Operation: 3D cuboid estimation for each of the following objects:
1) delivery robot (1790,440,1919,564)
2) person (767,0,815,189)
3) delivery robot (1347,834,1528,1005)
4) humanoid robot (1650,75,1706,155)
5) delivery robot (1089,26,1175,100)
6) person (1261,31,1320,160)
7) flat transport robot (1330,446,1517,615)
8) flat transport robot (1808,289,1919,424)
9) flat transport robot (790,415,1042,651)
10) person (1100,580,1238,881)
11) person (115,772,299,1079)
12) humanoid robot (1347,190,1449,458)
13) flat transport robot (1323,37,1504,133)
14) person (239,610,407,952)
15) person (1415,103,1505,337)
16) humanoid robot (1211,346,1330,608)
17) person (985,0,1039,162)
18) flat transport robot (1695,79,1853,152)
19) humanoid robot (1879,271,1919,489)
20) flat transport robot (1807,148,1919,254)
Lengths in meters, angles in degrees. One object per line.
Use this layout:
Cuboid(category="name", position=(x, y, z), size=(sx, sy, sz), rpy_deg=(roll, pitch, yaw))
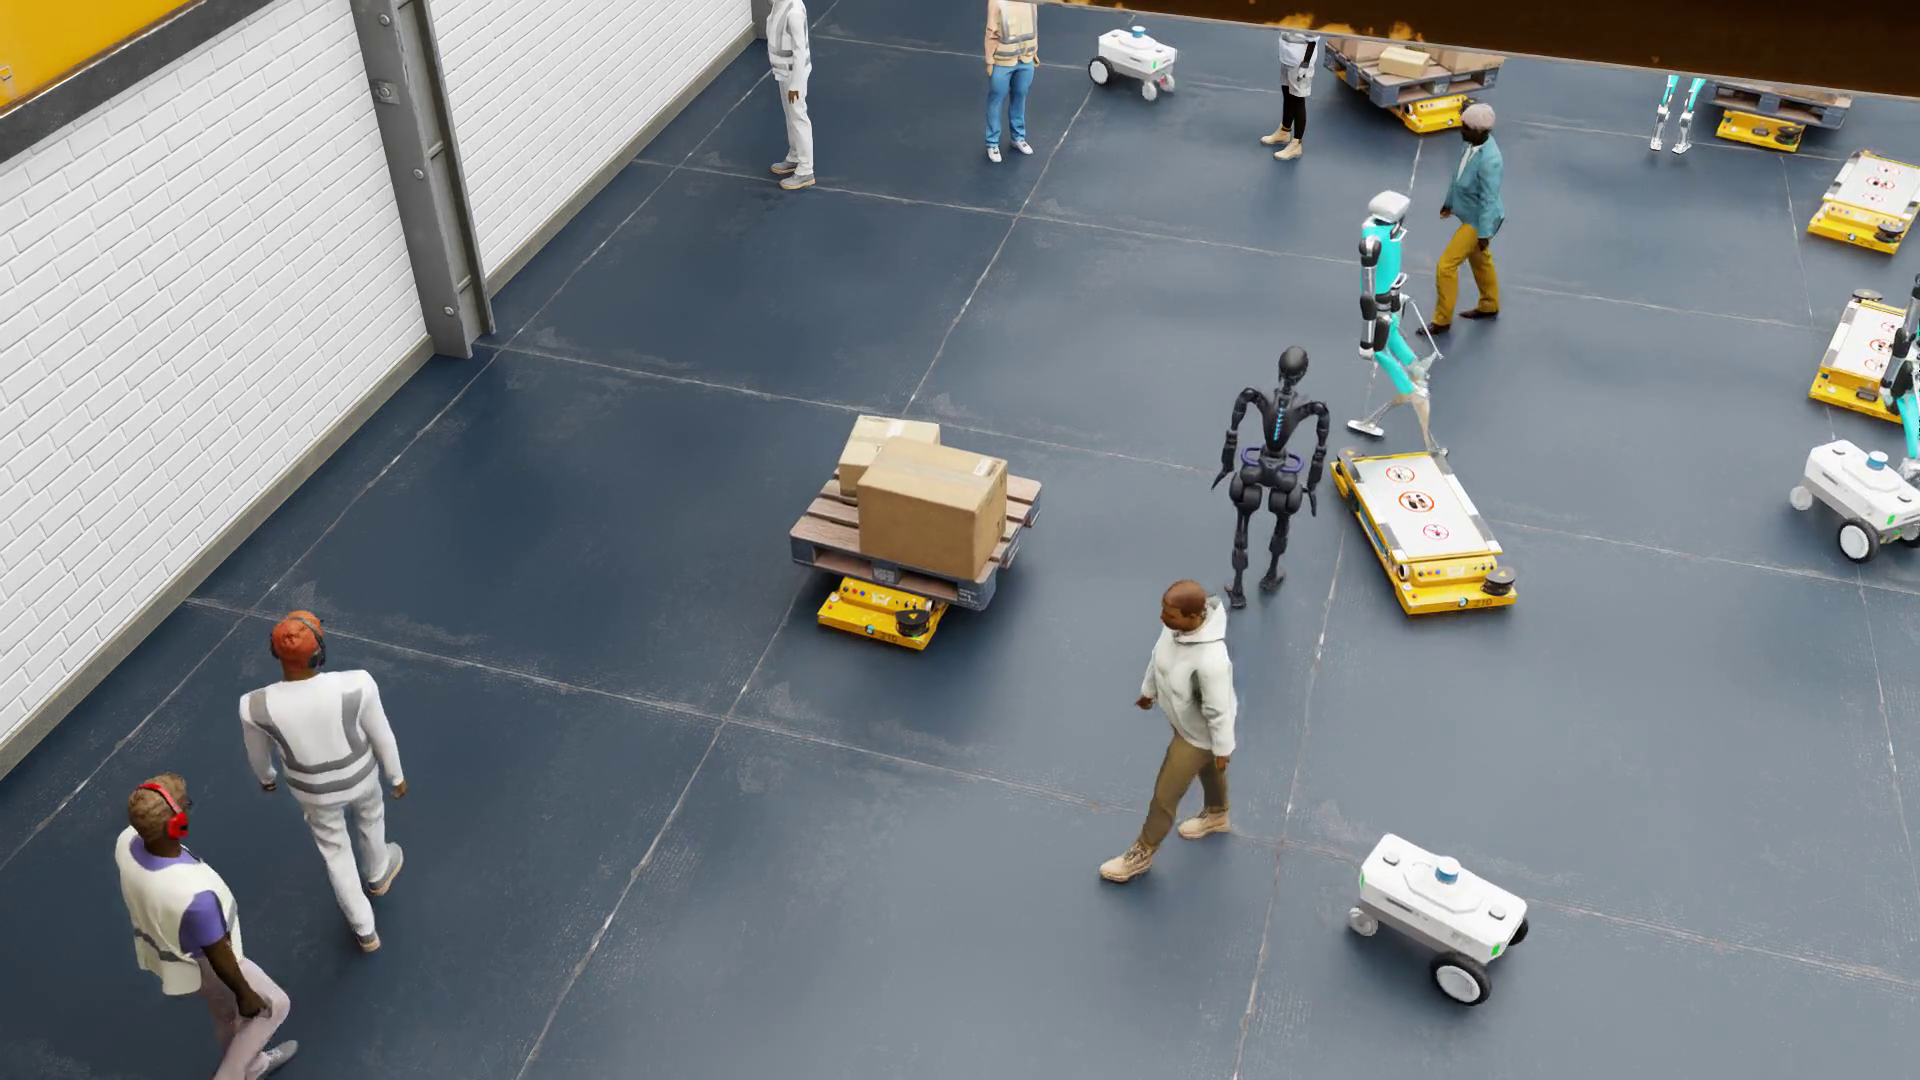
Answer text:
Cuboid(category="delivery robot", position=(5.494, -0.260, 10.097), size=(0.499, 0.592, 0.774), rpy_deg=(-14, 41, -17))
Cuboid(category="person", position=(-1.378, -3.759, 13.399), size=(0.356, 1.875, 0.572), rpy_deg=(-11, 40, -13))
Cuboid(category="delivery robot", position=(2.198, 1.688, 7.664), size=(0.756, 0.580, 0.499), rpy_deg=(25, 45, 28))
Cuboid(category="humanoid robot", position=(5.996, -3.960, 13.652), size=(0.533, 1.677, 0.735), rpy_deg=(20, 43, 23))
Cuboid(category="delivery robot", position=(1.599, -4.416, 15.267), size=(0.774, 0.592, 0.499), rpy_deg=(31, 48, 33))
Cuboid(category="person", position=(2.794, -4.020, 13.863), size=(0.315, 1.695, 0.539), rpy_deg=(-7, 39, -9))
Cuboid(category="flat transport robot", position=(2.799, -0.097, 10.125), size=(0.659, 0.231, 1.431), rpy_deg=(-5, 39, -7))
Cuboid(category="flat transport robot", position=(6.435, -1.291, 11.610), size=(0.659, 0.231, 1.431), rpy_deg=(22, 44, 25))
Cuboid(category="flat transport robot", position=(-0.254, 0.076, 9.909), size=(0.659, 0.231, 1.431), rpy_deg=(14, 41, 17))
Cuboid(category="person", position=(1.001, 0.873, 7.747), size=(0.853, 1.723, 0.552), rpy_deg=(-11, 40, -13))
Cuboid(category="person", position=(-3.041, 1.682, 6.674), size=(0.599, 1.818, 0.459), rpy_deg=(25, 45, 28))
Cuboid(category="humanoid robot", position=(2.867, -1.262, 10.450), size=(0.889, 1.830, 0.555), rpy_deg=(20, 43, 23))
Cuboid(category="flat transport robot", position=(4.051, -4.105, 15.111), size=(0.659, 0.231, 1.431), rpy_deg=(-14, 41, -16))
Cuboid(category="person", position=(-2.816, 1.044, 7.434), size=(0.627, 1.861, 0.629), rpy_deg=(-13, 41, -15))
Cuboid(category="person", position=(3.589, -2.230, 11.625), size=(0.780, 1.705, 0.551), rpy_deg=(0, 39, 1))
Cuboid(category="humanoid robot", position=(1.723, -0.357, 9.329), size=(0.601, 1.647, 0.453), rpy_deg=(10, 40, 12))
Cuboid(category="person", position=(0.425, -4.016, 13.834), size=(0.492, 1.728, 0.370), rpy_deg=(-19, 42, -22))
Cuboid(category="flat transport robot", position=(7.226, -3.859, 14.804), size=(0.659, 0.231, 1.431), rpy_deg=(20, 43, 23))
Cuboid(category="humanoid robot", position=(5.811, -0.818, 9.881), size=(0.543, 1.820, 0.750), rpy_deg=(1, 39, 1))
Cuboid(category="flat transport robot", position=(7.384, -2.748, 13.422), size=(0.659, 0.231, 1.431), rpy_deg=(24, 45, 27))
